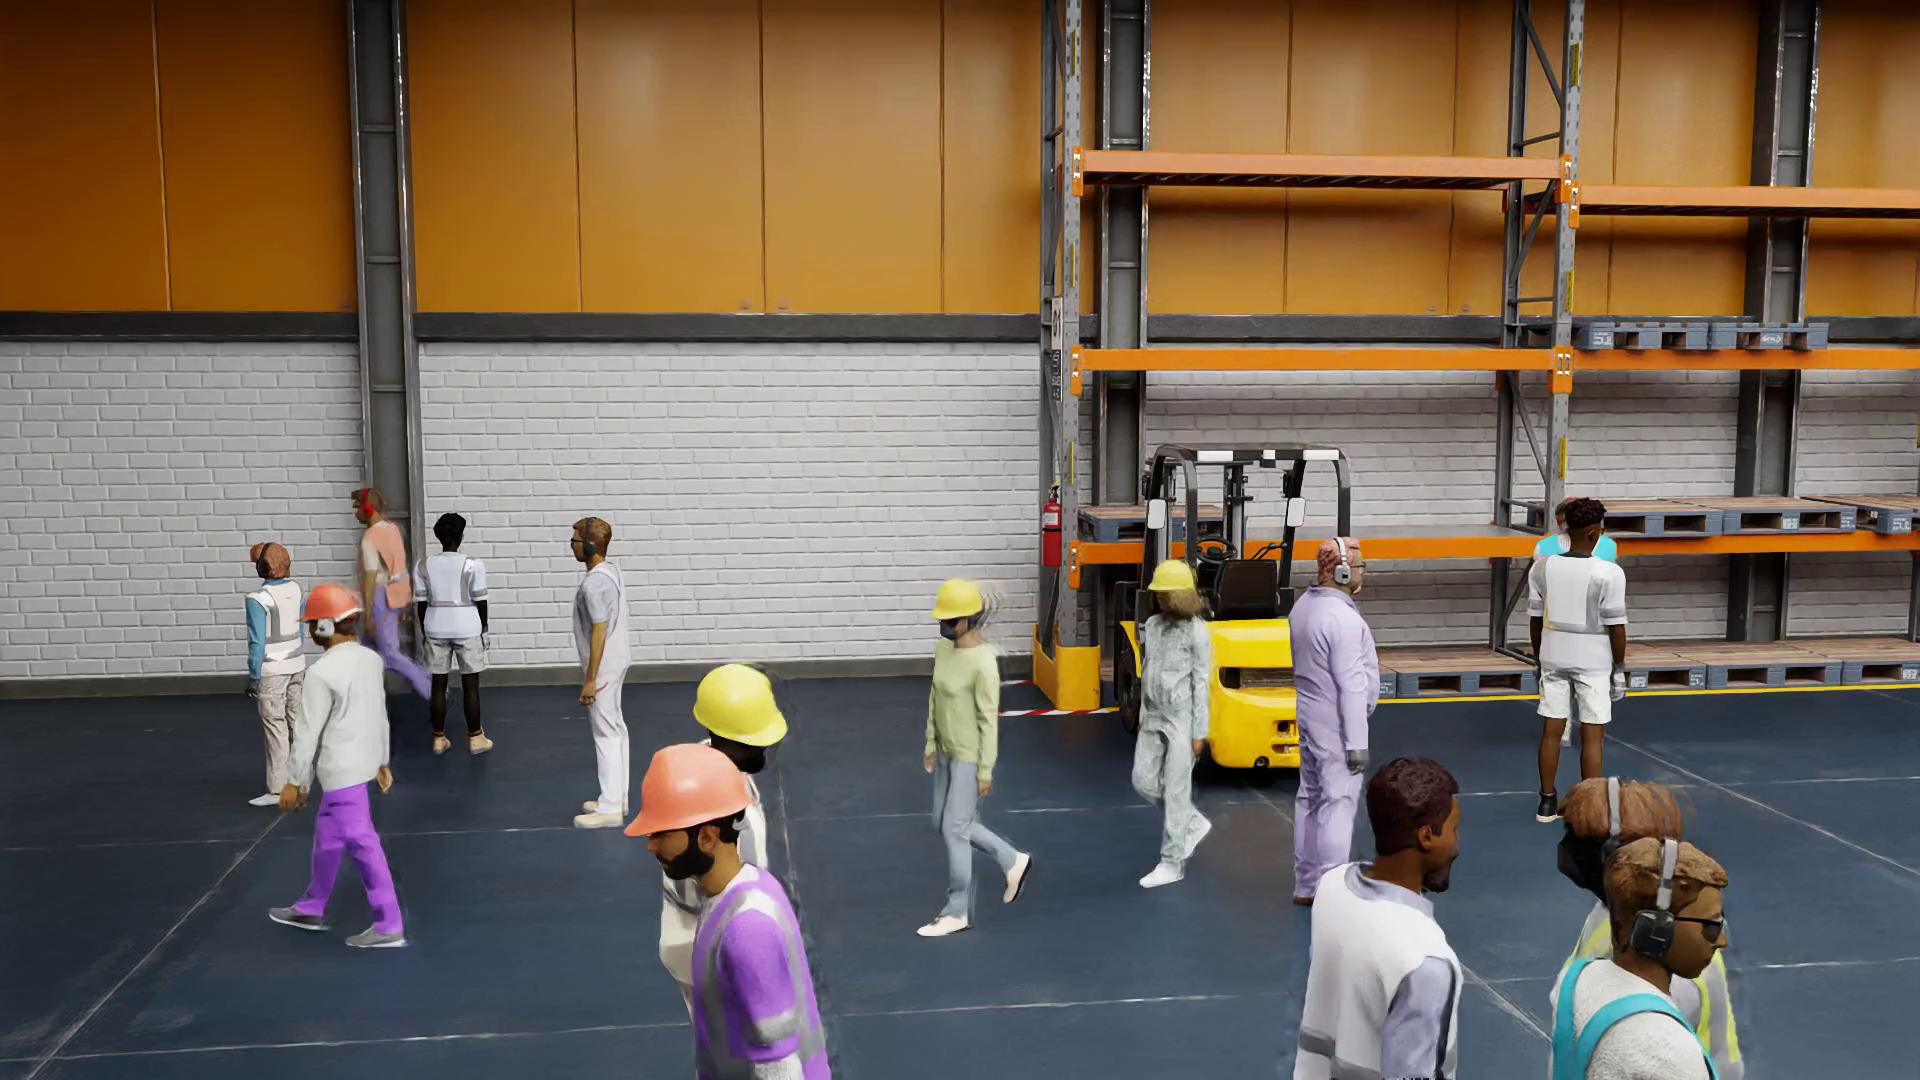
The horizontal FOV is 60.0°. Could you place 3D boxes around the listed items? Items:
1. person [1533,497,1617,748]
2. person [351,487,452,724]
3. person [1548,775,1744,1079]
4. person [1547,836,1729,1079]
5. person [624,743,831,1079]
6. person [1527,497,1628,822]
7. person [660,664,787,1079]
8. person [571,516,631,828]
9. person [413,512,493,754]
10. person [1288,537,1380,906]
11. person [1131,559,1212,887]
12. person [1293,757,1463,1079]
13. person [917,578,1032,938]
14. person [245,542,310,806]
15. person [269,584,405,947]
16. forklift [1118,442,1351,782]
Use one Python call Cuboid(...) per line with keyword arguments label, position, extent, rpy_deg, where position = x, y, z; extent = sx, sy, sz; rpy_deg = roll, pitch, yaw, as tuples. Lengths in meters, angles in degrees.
Cuboid(label="person", position=(4.285, 0.592, 11.651), extent=(0.579, 1.802, 0.638), rpy_deg=(1, 7, 12))
Cuboid(label="person", position=(-4.276, 0.498, 12.478), extent=(0.867, 1.811, 0.576), rpy_deg=(0, 7, -3))
Cuboid(label="person", position=(1.575, 1.464, 4.012), extent=(0.693, 1.810, 0.635), rpy_deg=(2, 7, 17))
Cuboid(label="person", position=(1.379, 1.515, 3.424), extent=(0.348, 1.842, 0.505), rpy_deg=(-1, 7, -5))
Cuboid(label="person", position=(-0.551, 1.427, 4.028), extent=(0.809, 1.884, 0.569), rpy_deg=(-1, 7, -9))
Cuboid(label="person", position=(3.646, 0.723, 9.810), extent=(0.367, 1.966, 0.606), rpy_deg=(-6, 9, -42))
Cuboid(label="person", position=(-0.768, 1.297, 5.148), extent=(0.486, 1.893, 0.667), rpy_deg=(-1, 7, -9))
Cuboid(label="person", position=(-2.134, 0.778, 9.853), extent=(0.348, 1.846, 0.506), rpy_deg=(0, 7, 2))
Cuboid(label="person", position=(-3.527, 0.653, 11.594), extent=(0.532, 1.697, 0.319), rpy_deg=(0, 7, 4))
Cuboid(label="person", position=(1.867, 0.933, 8.235), extent=(0.410, 1.909, 0.643), rpy_deg=(-1, 7, -12))
Cuboid(label="person", position=(1.147, 0.953, 8.786), extent=(0.460, 1.730, 0.500), rpy_deg=(-4, 8, -33))
Cuboid(label="person", position=(0.926, 1.442, 3.954), extent=(0.914, 1.887, 0.583), rpy_deg=(-2, 7, -14))
Cuboid(label="person", position=(0.074, 1.033, 8.047), extent=(0.578, 1.741, 0.536), rpy_deg=(-3, 7, -25))
Cuboid(label="person", position=(-4.238, 0.826, 10.327), extent=(0.308, 1.641, 0.514), rpy_deg=(1, 7, 12))
Cuboid(label="person", position=(-3.008, 1.070, 7.846), extent=(0.828, 1.716, 0.570), rpy_deg=(0, 7, 3))
Cuboid(label="forklift", position=(1.912, 0.418, 11.496), extent=(1.214, 2.155, 2.313), rpy_deg=(-1, 7, -8))
